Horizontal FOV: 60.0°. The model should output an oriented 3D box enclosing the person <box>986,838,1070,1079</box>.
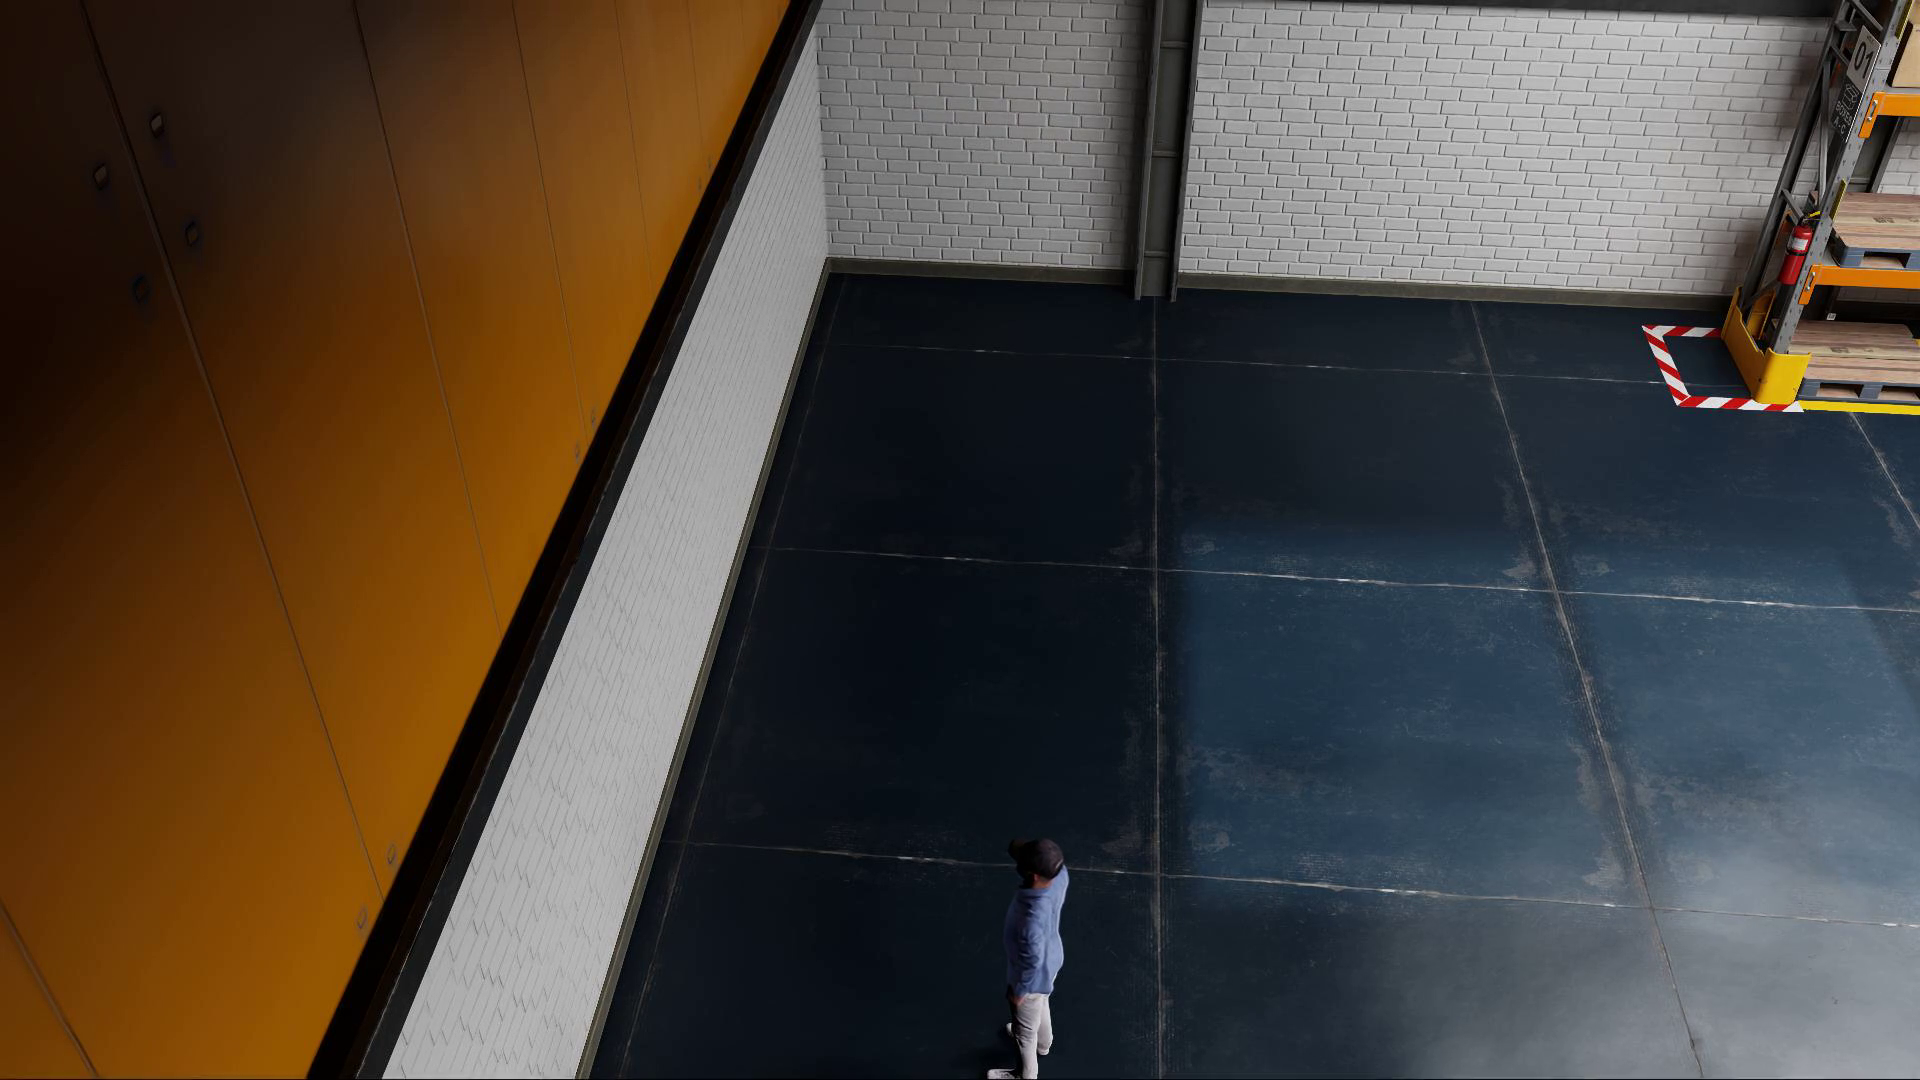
[{"bbox_3d":[0.380,2.206,8.716,0.666,1.888,0.709,13,40,16],"label":"person"}]
